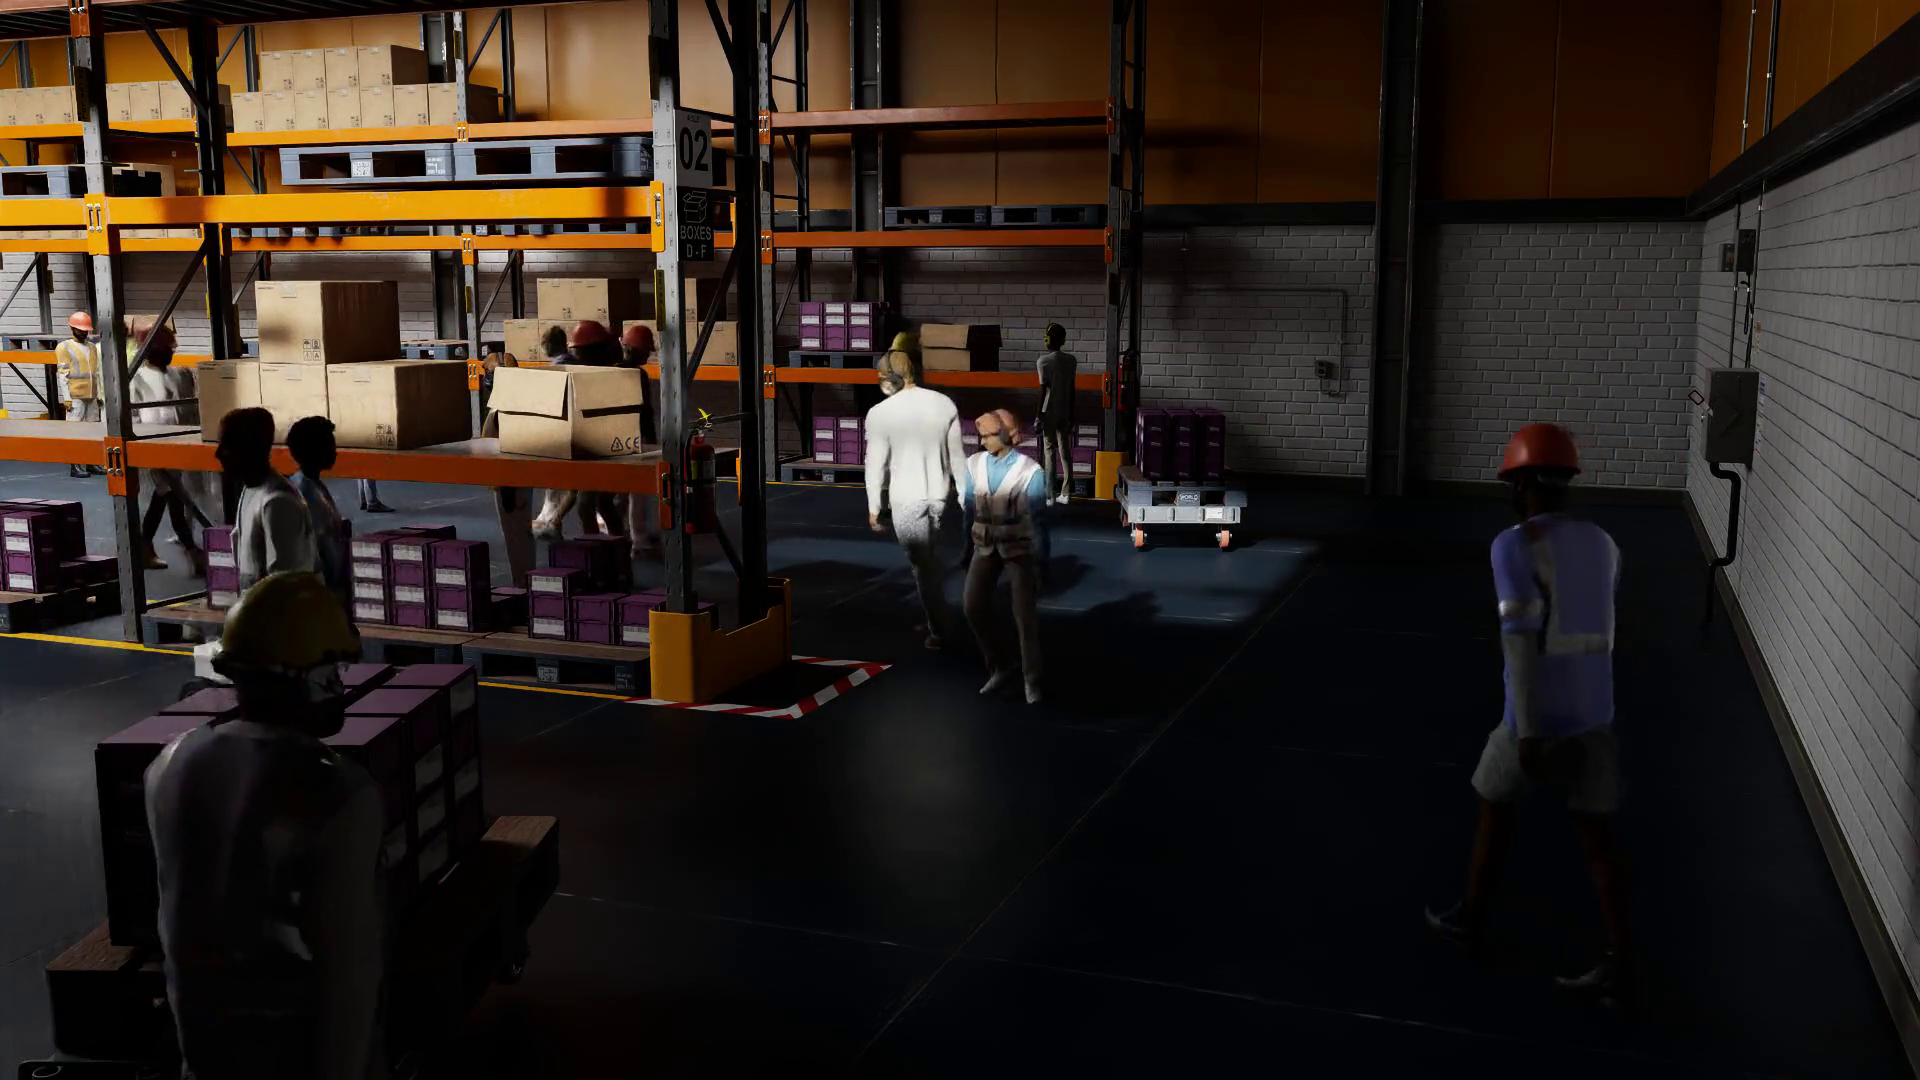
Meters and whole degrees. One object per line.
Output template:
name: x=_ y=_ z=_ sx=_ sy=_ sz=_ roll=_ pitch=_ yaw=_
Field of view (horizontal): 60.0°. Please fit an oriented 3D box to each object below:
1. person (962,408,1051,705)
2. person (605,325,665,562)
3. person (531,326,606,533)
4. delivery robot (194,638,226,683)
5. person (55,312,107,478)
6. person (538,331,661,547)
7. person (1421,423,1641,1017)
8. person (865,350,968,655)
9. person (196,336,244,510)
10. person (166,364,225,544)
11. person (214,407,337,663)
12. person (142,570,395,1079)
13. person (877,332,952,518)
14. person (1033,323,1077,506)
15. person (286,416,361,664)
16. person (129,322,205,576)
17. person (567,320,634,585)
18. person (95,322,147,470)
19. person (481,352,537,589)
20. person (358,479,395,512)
person: x=0.259 y=0.090 z=9.163 sx=0.608 sy=1.627 sz=0.378 roll=6 pitch=11 yaw=31
person: x=-2.713 y=-0.785 z=13.682 sx=0.563 sy=1.956 sz=0.633 roll=1 pitch=9 yaw=7
person: x=-3.628 y=-0.996 z=15.220 sx=0.813 sy=1.892 sz=0.655 roll=2 pitch=9 yaw=10
delivery robot: x=-3.637 y=0.656 z=8.683 sx=0.707 sy=0.478 sz=0.477 roll=4 pitch=10 yaw=24
person: x=-10.251 y=-1.695 z=19.459 sx=0.374 sy=1.927 sz=0.542 roll=3 pitch=10 yaw=18
person: x=-3.151 y=-0.849 z=14.293 sx=1.023 sy=1.891 sz=0.556 roll=-3 pitch=10 yaw=-18
person: x=1.934 y=0.558 z=5.518 sx=0.583 sy=1.858 sz=0.956 roll=-4 pitch=10 yaw=-25
person: x=-0.302 y=-0.235 z=10.413 sx=0.694 sy=1.890 sz=0.713 roll=-6 pitch=11 yaw=-32
person: x=-6.639 y=-0.975 z=15.219 sx=0.430 sy=1.840 sz=0.619 roll=3 pitch=10 yaw=21
person: x=-6.593 y=-0.728 z=14.409 sx=0.809 sy=1.596 sz=0.526 roll=2 pitch=9 yaw=13
person: x=-2.849 y=0.356 z=6.909 sx=1.042 sy=1.816 sz=0.591 roll=-7 pitch=11 yaw=-36
person: x=-1.372 y=0.959 z=3.230 sx=0.595 sy=1.791 sz=0.921 roll=4 pitch=10 yaw=23
person: x=-0.461 y=-1.107 z=16.114 sx=0.680 sy=1.817 sz=0.601 roll=0 pitch=9 yaw=-1
person: x=0.968 y=-1.277 z=17.018 sx=0.509 sy=1.870 sz=0.328 roll=-7 pitch=11 yaw=-37
person: x=-3.087 y=0.229 z=8.178 sx=0.711 sy=1.668 sz=0.540 roll=-2 pitch=9 yaw=-13
person: x=-6.236 y=-0.714 z=13.113 sx=1.052 sy=1.987 sz=0.611 roll=3 pitch=10 yaw=18
person: x=-2.734 y=-0.632 z=12.466 sx=0.566 sy=2.029 sz=0.642 roll=0 pitch=9 yaw=2
person: x=-10.125 y=-1.740 z=20.065 sx=0.641 sy=1.834 sz=0.431 roll=-4 pitch=10 yaw=-22
person: x=-3.115 y=-0.381 z=11.511 sx=0.428 sy=1.837 sz=0.626 roll=-1 pitch=9 yaw=-9
person: x=-5.866 y=-1.155 z=16.601 sx=0.327 sy=1.760 sz=0.523 roll=-5 pitch=11 yaw=-31
